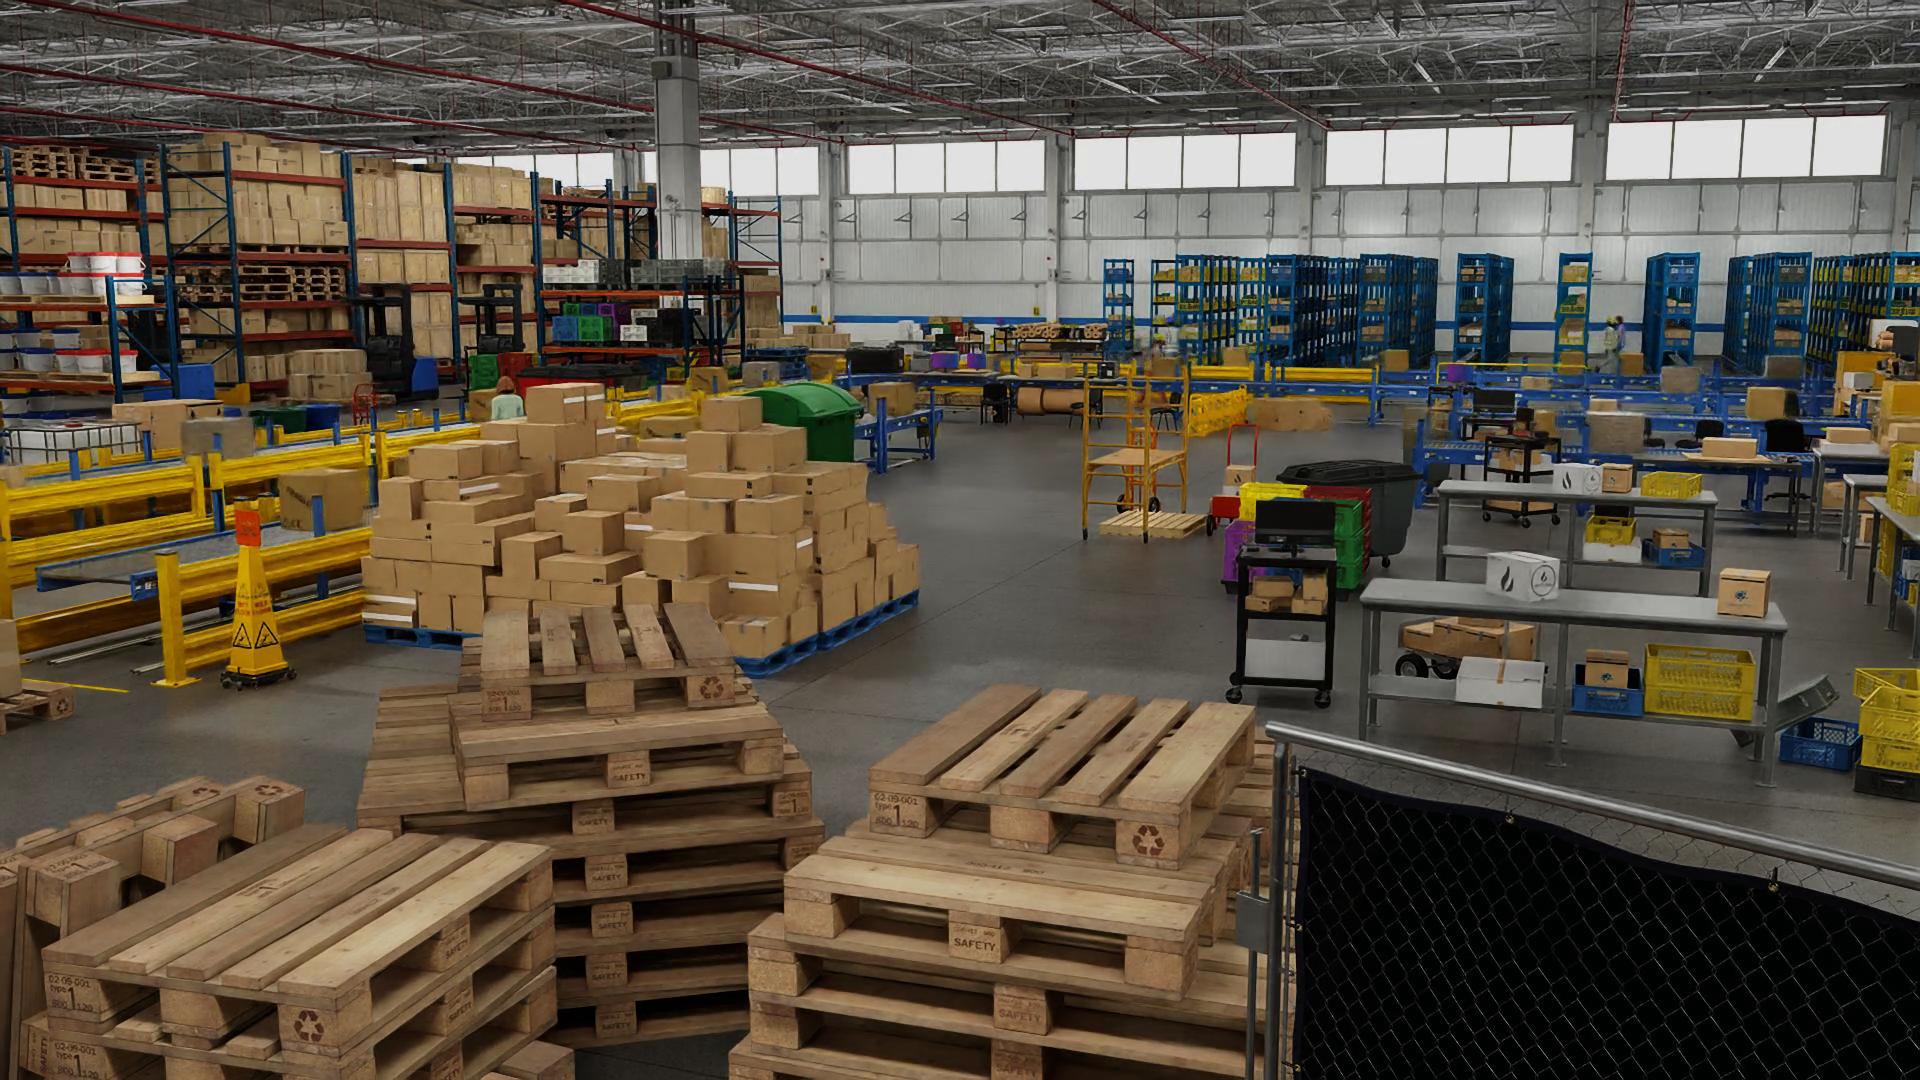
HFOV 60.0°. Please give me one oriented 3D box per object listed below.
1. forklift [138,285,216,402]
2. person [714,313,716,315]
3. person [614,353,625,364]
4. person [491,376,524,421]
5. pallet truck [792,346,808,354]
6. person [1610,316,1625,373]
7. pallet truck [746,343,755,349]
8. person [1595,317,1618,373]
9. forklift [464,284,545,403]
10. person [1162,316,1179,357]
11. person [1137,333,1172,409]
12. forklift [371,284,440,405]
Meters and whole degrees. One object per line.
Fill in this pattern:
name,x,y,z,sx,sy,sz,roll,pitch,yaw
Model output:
forklift,-17.480,-4.200,36.461,1.873,2.768,1.129,3,10,19
person,-8.587,-7.094,58.252,0.518,1.727,0.907,3,10,20
person,-10.758,-6.171,52.532,0.535,1.700,0.318,1,9,8
person,-6.337,-1.483,23.335,0.280,1.624,0.494,8,12,40
pallet truck,-3.705,-4.298,42.022,0.653,1.274,1.630,3,10,20
person,19.979,-5.899,50.545,0.433,1.797,0.636,3,10,19
pallet truck,-6.183,-4.618,44.264,1.601,1.201,0.680,-9,12,-43
person,19.538,-5.819,50.036,0.737,1.786,0.605,2,9,10
forklift,-10.832,-4.702,39.610,1.129,2.768,1.873,3,10,20
person,5.838,-5.200,45.795,0.626,1.914,0.819,-9,13,-44
person,4.438,-3.827,37.754,0.914,1.722,0.525,1,9,5
forklift,-13.303,-4.631,39.165,1.129,2.768,1.873,3,10,20
